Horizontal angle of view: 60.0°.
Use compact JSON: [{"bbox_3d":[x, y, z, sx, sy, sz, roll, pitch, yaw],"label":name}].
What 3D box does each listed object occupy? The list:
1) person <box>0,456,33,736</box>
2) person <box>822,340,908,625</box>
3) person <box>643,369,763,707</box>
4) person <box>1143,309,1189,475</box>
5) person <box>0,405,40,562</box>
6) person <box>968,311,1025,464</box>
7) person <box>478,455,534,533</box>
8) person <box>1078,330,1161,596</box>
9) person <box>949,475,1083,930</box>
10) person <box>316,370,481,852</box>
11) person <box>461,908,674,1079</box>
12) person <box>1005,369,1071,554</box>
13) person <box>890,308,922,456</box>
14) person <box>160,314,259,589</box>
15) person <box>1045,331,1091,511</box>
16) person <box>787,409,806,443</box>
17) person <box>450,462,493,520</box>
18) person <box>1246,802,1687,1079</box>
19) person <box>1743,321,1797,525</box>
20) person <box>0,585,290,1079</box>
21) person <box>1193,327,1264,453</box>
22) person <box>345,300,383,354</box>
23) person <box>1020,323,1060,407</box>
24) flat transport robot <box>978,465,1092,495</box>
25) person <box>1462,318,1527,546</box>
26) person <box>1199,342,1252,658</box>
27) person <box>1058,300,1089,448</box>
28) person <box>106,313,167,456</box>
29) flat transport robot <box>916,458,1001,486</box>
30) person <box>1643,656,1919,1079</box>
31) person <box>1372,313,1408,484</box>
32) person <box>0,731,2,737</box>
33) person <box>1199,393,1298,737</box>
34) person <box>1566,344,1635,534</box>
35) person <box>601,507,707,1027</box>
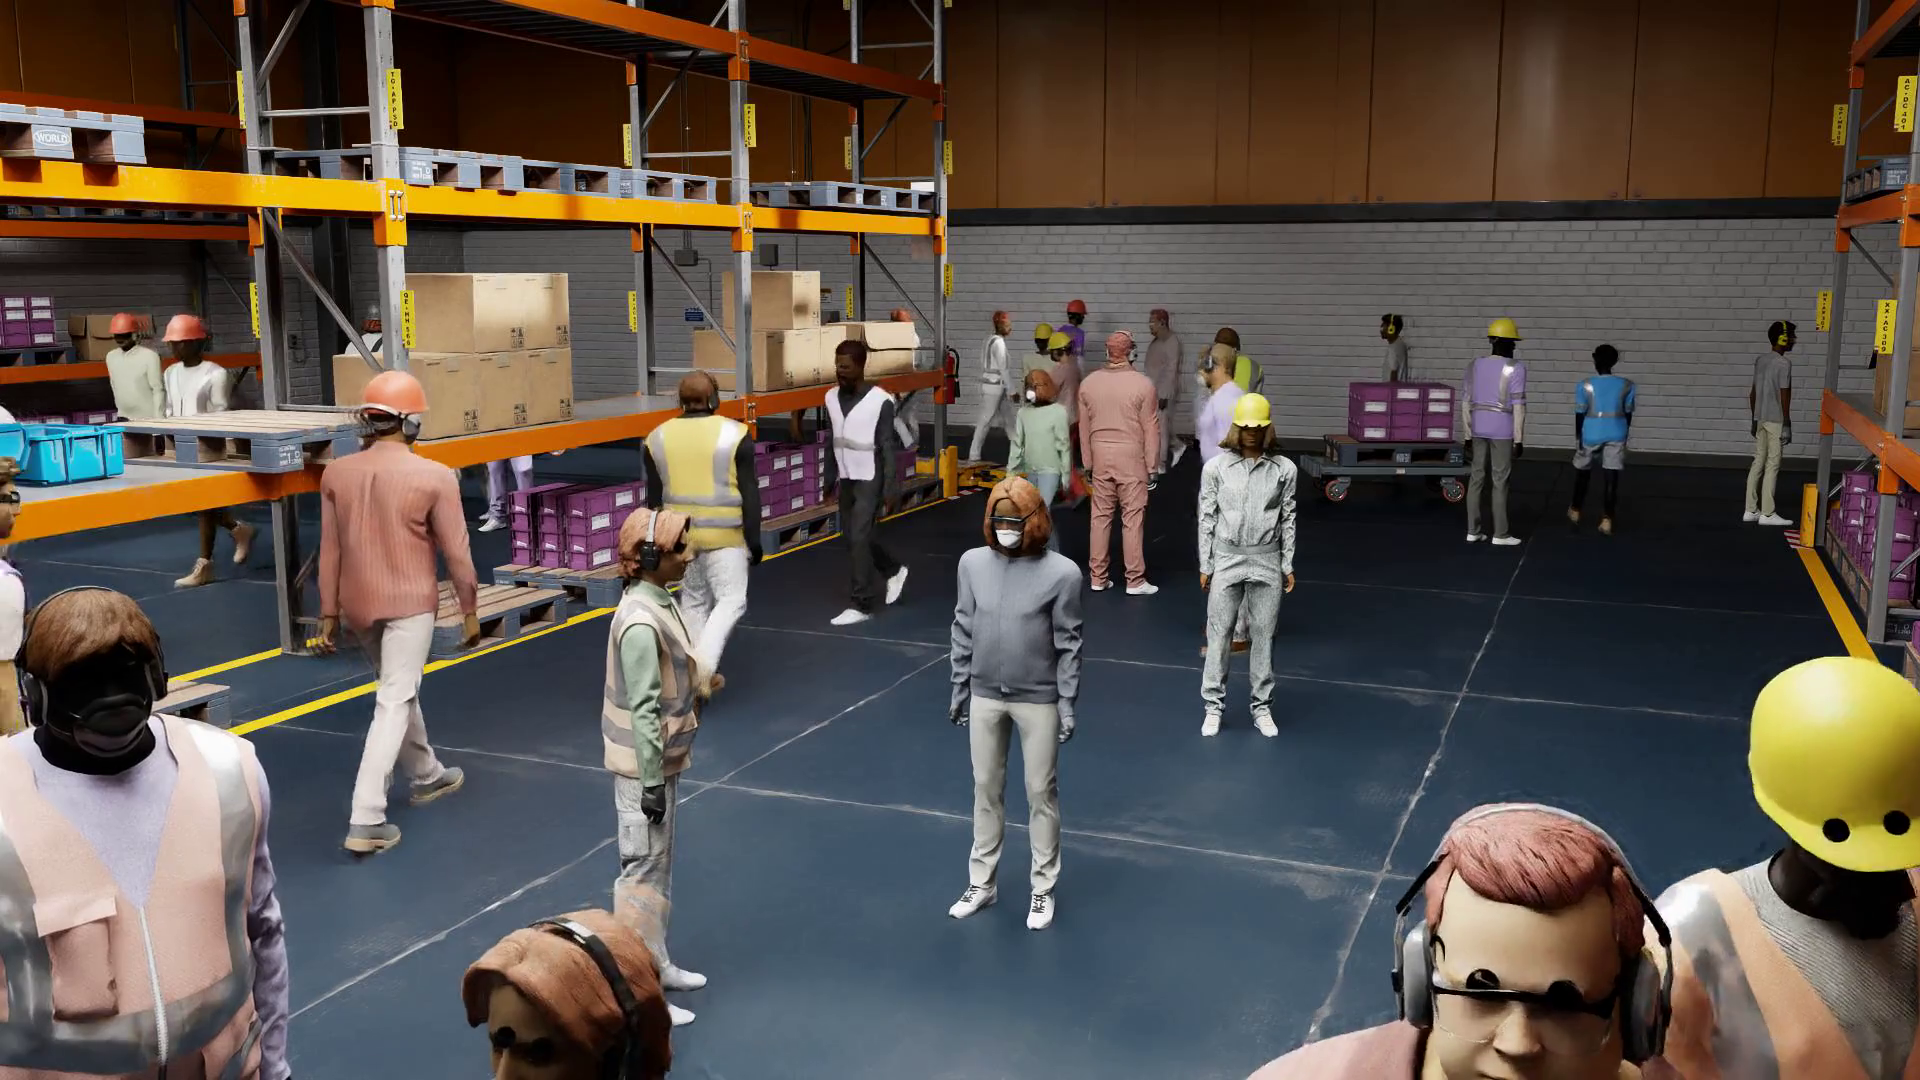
[{"bbox_3d":[-3.017,0.651,4.988,0.564,1.819,0.759,5,11,30],"label":"person"},{"bbox_3d":[-0.616,-0.404,11.163,0.631,1.892,0.715,9,13,42],"label":"person"},{"bbox_3d":[-1.389,-0.005,8.932,0.633,1.823,0.673,3,10,15],"label":"person"},{"bbox_3d":[2.335,-1.671,18.852,0.550,1.888,0.643,-3,10,-16],"label":"person"},{"bbox_3d":[-5.699,-0.181,9.682,0.620,1.917,0.717,4,10,25],"label":"person"},{"bbox_3d":[0.520,-1.735,19.359,0.961,1.835,0.569,0,9,0],"label":"person"},{"bbox_3d":[-4.023,-1.003,14.728,0.643,1.909,0.410,3,10,18],"label":"person"},{"bbox_3d":[1.167,-0.550,11.971,0.641,1.913,0.408,6,11,34],"label":"person"},{"bbox_3d":[0.194,0.578,5.969,0.498,1.633,0.282,4,10,24],"label":"person"},{"bbox_3d":[-2.354,0.270,6.942,0.640,1.941,1.036,2,10,14],"label":"person"},{"bbox_3d":[-0.461,1.247,1.982,0.520,1.613,0.707,4,10,22],"label":"person"},{"bbox_3d":[0.536,-0.467,12.409,0.749,1.595,0.512,-8,13,-42],"label":"person"},{"bbox_3d":[-0.607,-1.807,19.725,0.568,1.869,0.532,-9,13,-43],"label":"person"},{"bbox_3d":[-5.606,-0.680,12.435,0.616,2.023,0.782,4,10,24],"label":"person"},{"bbox_3d":[1.046,-1.125,15.982,0.525,1.740,0.530,5,11,28],"label":"person"},{"bbox_3d":[-2.051,-1.977,20.618,0.584,1.912,0.632,9,13,42],"label":"person"},{"bbox_3d":[-4.609,-0.951,15.340,0.846,1.585,0.521,-5,11,-29],"label":"person"},{"bbox_3d":[0.551,1.153,1.701,0.643,1.896,0.628,5,11,27],"label":"person"},{"bbox_3d":[7.455,-1.070,15.254,0.312,1.866,0.538,-1,9,-8],"label":"person"},{"bbox_3d":[-1.437,0.987,2.864,0.430,1.845,0.619,9,13,43],"label":"person"},{"bbox_3d":[2.308,-0.919,14.429,0.624,1.841,0.430,-2,10,-11],"label":"person"},{"bbox_3d":[-5.543,-1.295,16.089,0.674,2.000,0.535,2,10,13],"label":"person"},{"bbox_3d":[0.893,-1.422,17.697,0.533,1.765,0.323,2,10,12],"label":"person"},{"bbox_3d":[0.971,-0.646,17.504,1.431,0.197,0.652,5,11,27],"label":"flat transport robot"},{"bbox_3d":[4.537,-0.912,14.120,0.384,1.924,0.589,-7,12,-37],"label":"person"},{"bbox_3d":[1.643,-0.243,10.157,0.390,1.904,0.700,1,9,5],"label":"person"},{"bbox_3d":[1.462,-2.148,21.585,0.407,1.927,0.571,-5,11,-29],"label":"person"},{"bbox_3d":[-7.858,-1.227,16.035,0.630,1.935,1.080,2,10,10],"label":"person"},{"bbox_3d":[-0.292,-0.760,18.200,1.431,0.197,0.652,6,11,33],"label":"flat transport robot"},{"bbox_3d":[1.141,1.064,2.260,0.632,1.883,0.417,-3,10,-16],"label":"person"},{"bbox_3d":[4.663,-1.518,18.008,0.411,1.854,0.548,4,10,25],"label":"person"},{"bbox_3d":[-2.379,0.855,3.745,0.512,1.822,0.755,7,11,35],"label":"person"},{"bbox_3d":[1.441,0.133,8.339,0.493,1.741,0.319,0,9,2],"label":"person"},{"bbox_3d":[5.747,-0.916,14.923,0.543,1.664,0.788,2,10,10],"label":"person"},{"bbox_3d":[-0.964,0.704,5.221,0.315,1.629,0.509,-1,9,-6],"label":"person"}]
